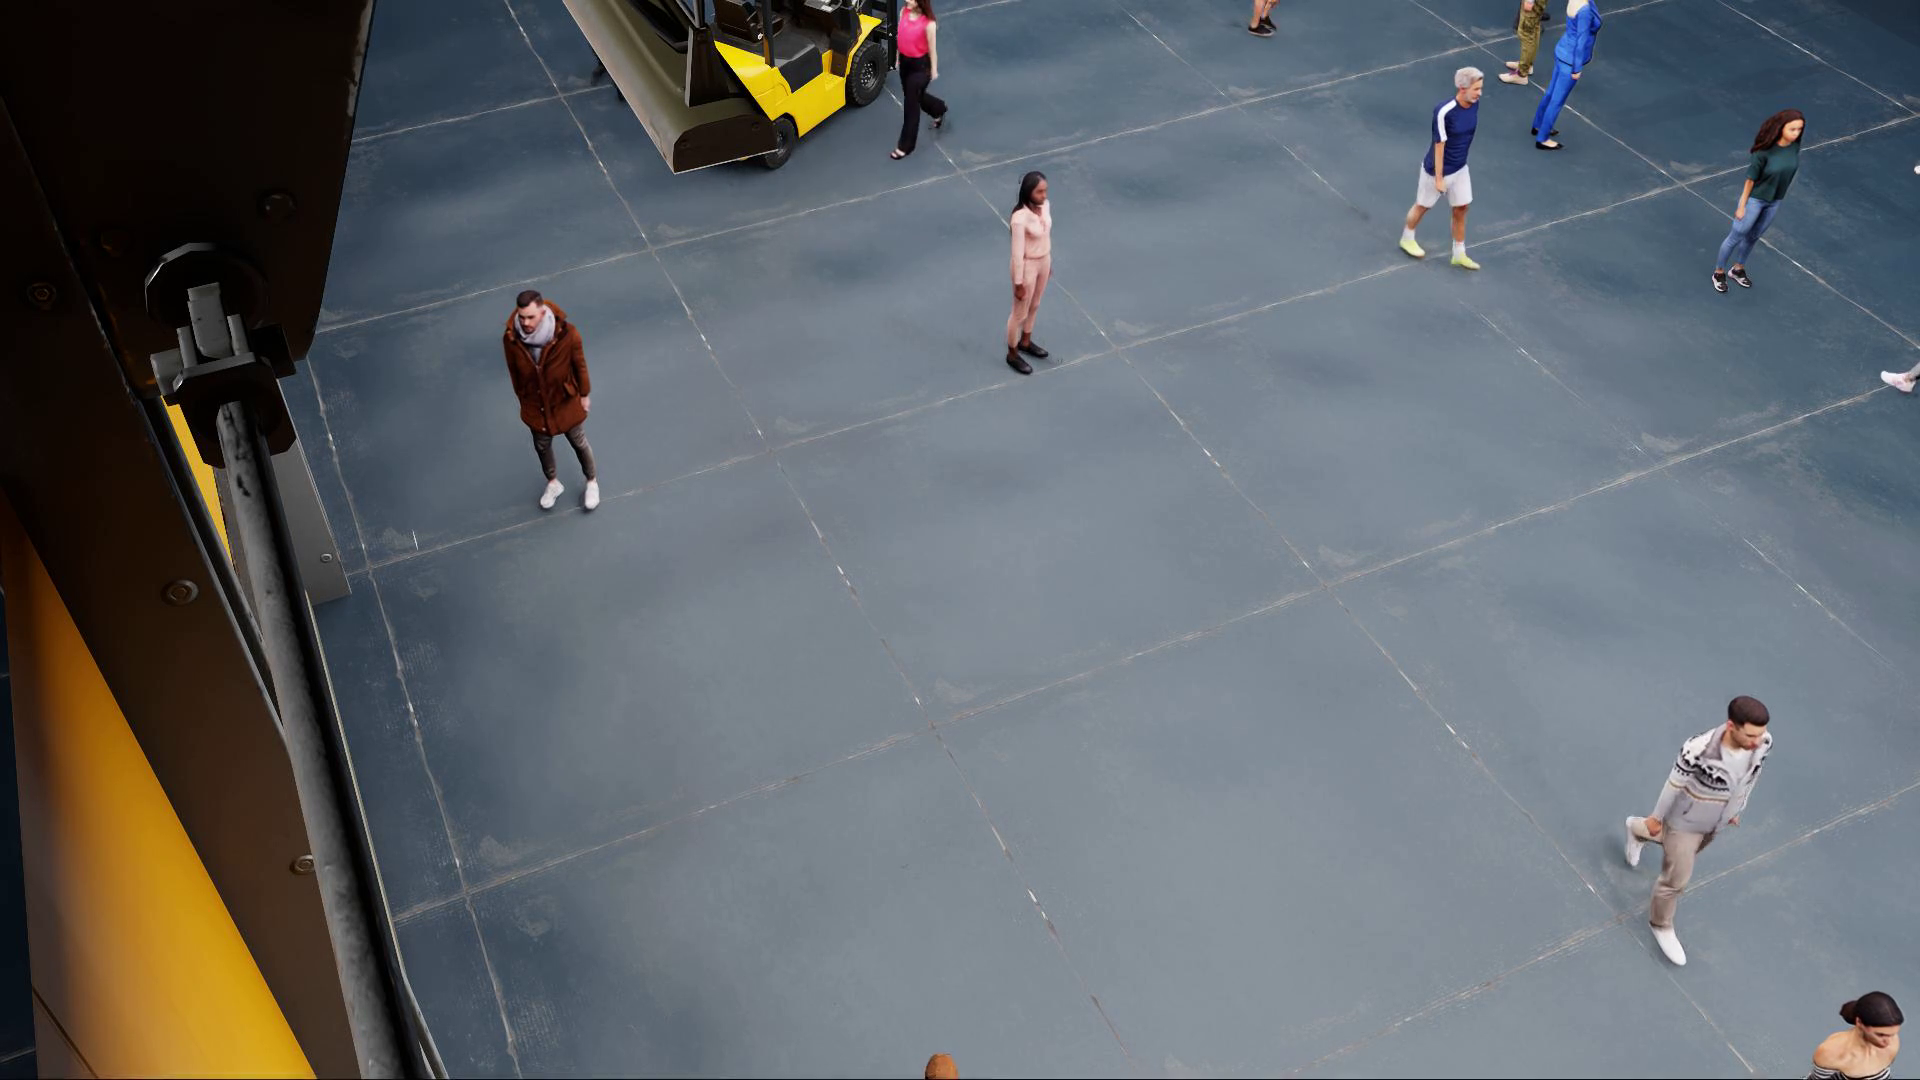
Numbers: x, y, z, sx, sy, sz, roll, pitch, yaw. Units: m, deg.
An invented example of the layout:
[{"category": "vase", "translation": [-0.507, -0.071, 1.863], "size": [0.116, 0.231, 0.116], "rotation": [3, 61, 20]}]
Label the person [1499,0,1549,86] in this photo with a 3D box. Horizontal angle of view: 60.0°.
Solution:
[{"category": "person", "translation": [5.638, -5.343, 16.217], "size": [0.779, 1.809, 0.762], "rotation": [21, 47, 21]}]

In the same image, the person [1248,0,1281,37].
[{"category": "person", "translation": [3.118, -5.916, 17.006], "size": [0.703, 1.550, 0.656], "rotation": [22, 48, 22]}]

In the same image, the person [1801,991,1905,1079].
[{"category": "person", "translation": [3.997, 2.662, 7.805], "size": [0.618, 1.822, 0.564], "rotation": [-12, 45, -13]}]

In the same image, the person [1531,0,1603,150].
[{"category": "person", "translation": [5.599, -4.428, 15.337], "size": [0.768, 1.698, 0.657], "rotation": [4, 44, 4]}]

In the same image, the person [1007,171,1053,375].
[{"category": "person", "translation": [0.537, -2.085, 12.862], "size": [0.700, 1.719, 0.697], "rotation": [24, 49, 23]}]

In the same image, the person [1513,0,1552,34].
[{"category": "person", "translation": [6.051, -6.152, 17.060], "size": [0.832, 1.817, 0.777], "rotation": [15, 46, 15]}]

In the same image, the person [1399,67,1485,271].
[{"category": "person", "translation": [3.989, -3.156, 13.920], "size": [0.708, 1.811, 1.009], "rotation": [-23, 48, -22]}]

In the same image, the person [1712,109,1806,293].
[{"category": "person", "translation": [6.588, -2.807, 13.695], "size": [0.631, 1.617, 0.633], "rotation": [-12, 45, -12]}]

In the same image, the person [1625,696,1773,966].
[{"category": "person", "translation": [3.991, 1.423, 9.085], "size": [0.806, 1.850, 1.157], "rotation": [-11, 45, -11]}]

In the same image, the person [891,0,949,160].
[{"category": "person", "translation": [-0.361, -4.359, 15.312], "size": [0.845, 1.633, 1.037], "rotation": [-32, 52, -29]}]

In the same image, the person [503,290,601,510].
[{"category": "person", "translation": [-2.850, -0.985, 11.624], "size": [0.811, 1.835, 0.831], "rotation": [-1, 44, -1]}]
